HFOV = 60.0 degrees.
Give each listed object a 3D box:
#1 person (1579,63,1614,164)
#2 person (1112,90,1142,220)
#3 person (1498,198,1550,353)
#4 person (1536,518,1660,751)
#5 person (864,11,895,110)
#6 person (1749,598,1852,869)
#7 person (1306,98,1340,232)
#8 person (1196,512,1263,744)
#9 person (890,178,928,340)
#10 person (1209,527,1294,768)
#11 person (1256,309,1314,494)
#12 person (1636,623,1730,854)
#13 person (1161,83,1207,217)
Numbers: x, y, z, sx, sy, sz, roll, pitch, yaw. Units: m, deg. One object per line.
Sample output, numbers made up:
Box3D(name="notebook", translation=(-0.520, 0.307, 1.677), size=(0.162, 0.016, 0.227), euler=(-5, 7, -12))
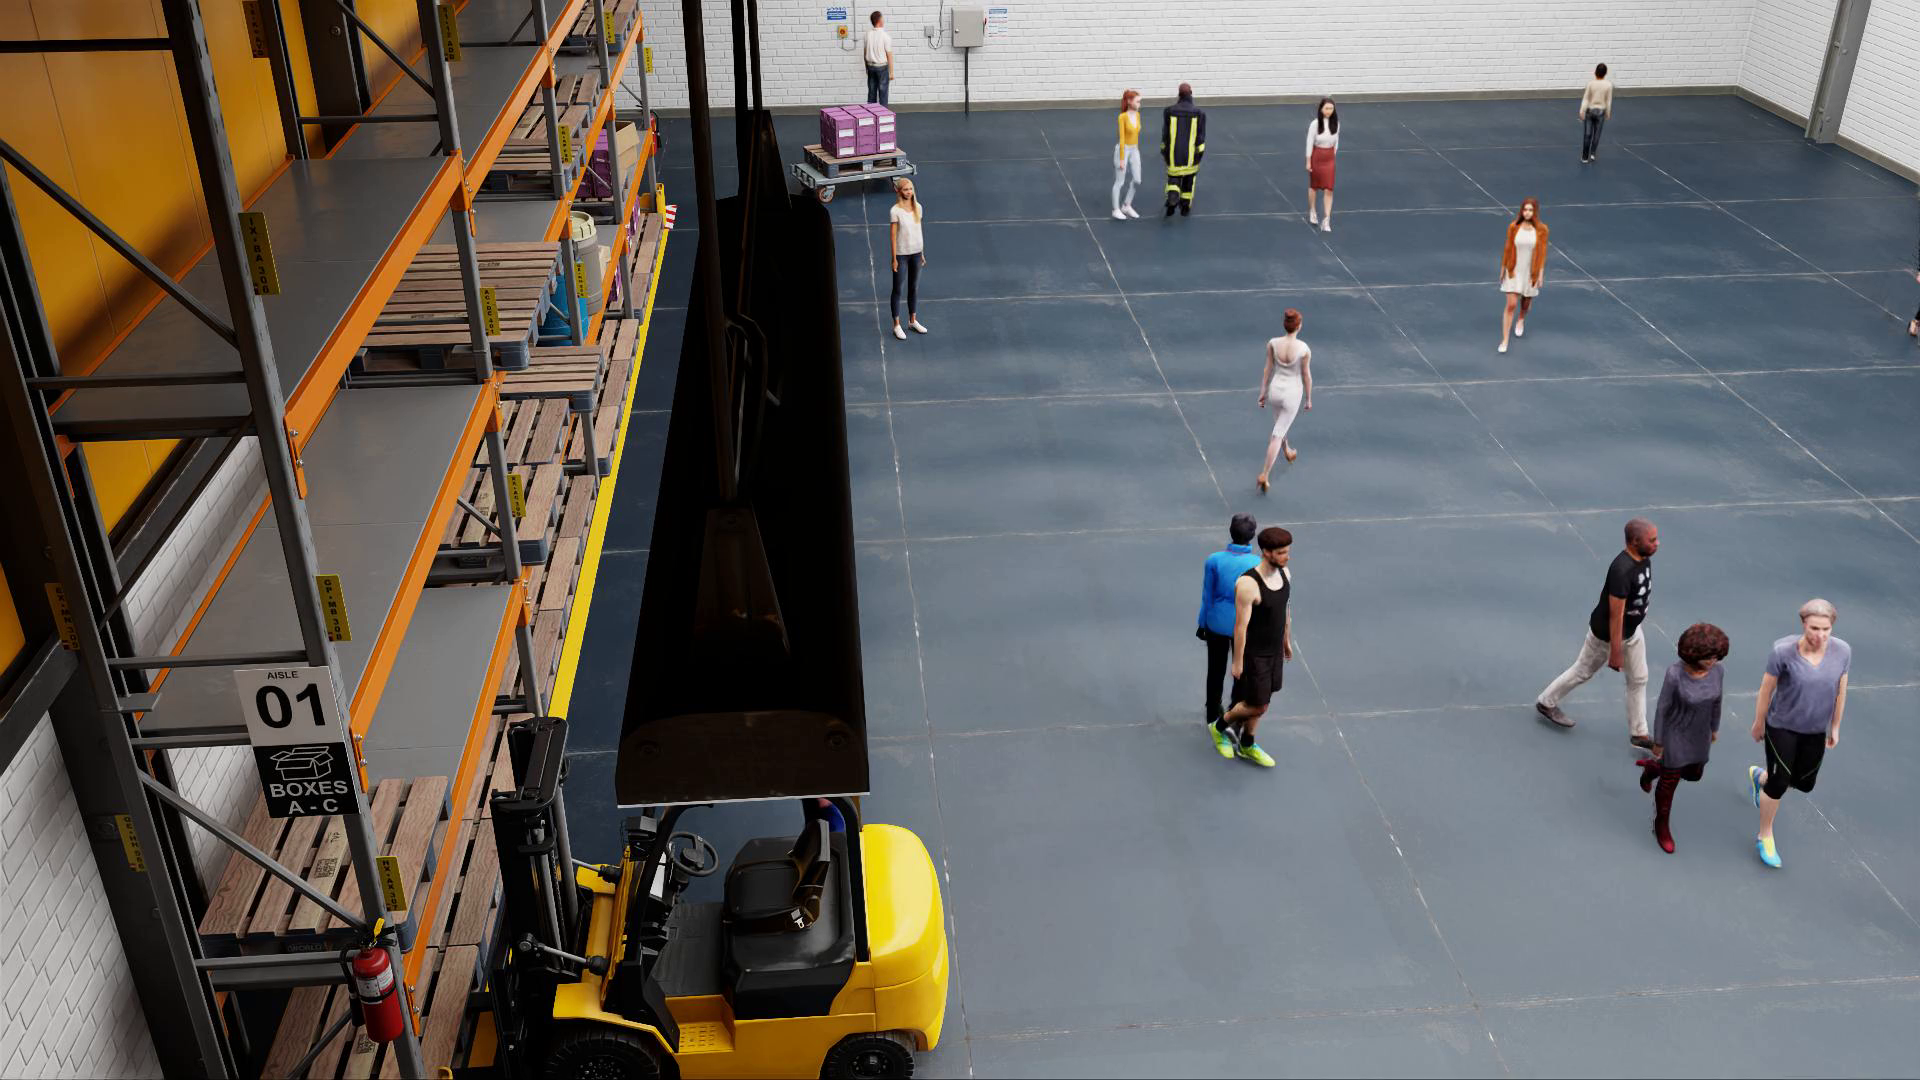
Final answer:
Box3D(name="person", translation=(9.535, -6.385, 24.959), size=(0.675, 1.454, 0.728), euler=(7, 29, 12))
Box3D(name="person", translation=(2.188, -5.215, 22.519), size=(0.758, 1.735, 0.789), euler=(-19, 34, -31))
Box3D(name="person", translation=(6.262, -2.980, 18.467), size=(0.894, 1.693, 1.140), euler=(9, 30, 16))
Box3D(name="person", translation=(4.531, 0.650, 11.752), size=(1.271, 1.752, 1.200), euler=(22, 35, 34))
Box3D(name="person", translation=(-1.322, -7.493, 26.575), size=(0.745, 1.851, 0.768), euler=(16, 33, 27))
Box3D(name="person", translation=(5.328, 1.168, 10.687), size=(0.733, 1.861, 0.990), euler=(1, 29, 1))
Box3D(name="person", translation=(4.796, -5.034, 22.206), size=(0.622, 1.718, 0.905), euler=(-3, 29, -5))
Box3D(name="person", translation=(1.897, 0.673, 11.683), size=(0.824, 1.776, 0.981), euler=(6, 29, 11))
Box3D(name="person", translation=(-0.609, -3.187, 18.726), size=(0.662, 1.809, 0.677), euler=(-21, 35, -33))
Box3D(name="person", translation=(2.005, 0.717, 11.496), size=(0.930, 1.878, 0.872), euler=(24, 36, 36))
Box3D(name="person", translation=(2.908, -1.232, 15.194), size=(1.010, 1.758, 1.101), euler=(19, 34, 31))
Box3D(name="person", translation=(4.632, 1.217, 10.771), size=(0.661, 1.694, 0.872), euler=(-7, 29, -12))
Box3D(name="person", translation=(3.006, -5.248, 22.508), size=(0.899, 1.804, 1.029), euler=(7, 29, 12))
